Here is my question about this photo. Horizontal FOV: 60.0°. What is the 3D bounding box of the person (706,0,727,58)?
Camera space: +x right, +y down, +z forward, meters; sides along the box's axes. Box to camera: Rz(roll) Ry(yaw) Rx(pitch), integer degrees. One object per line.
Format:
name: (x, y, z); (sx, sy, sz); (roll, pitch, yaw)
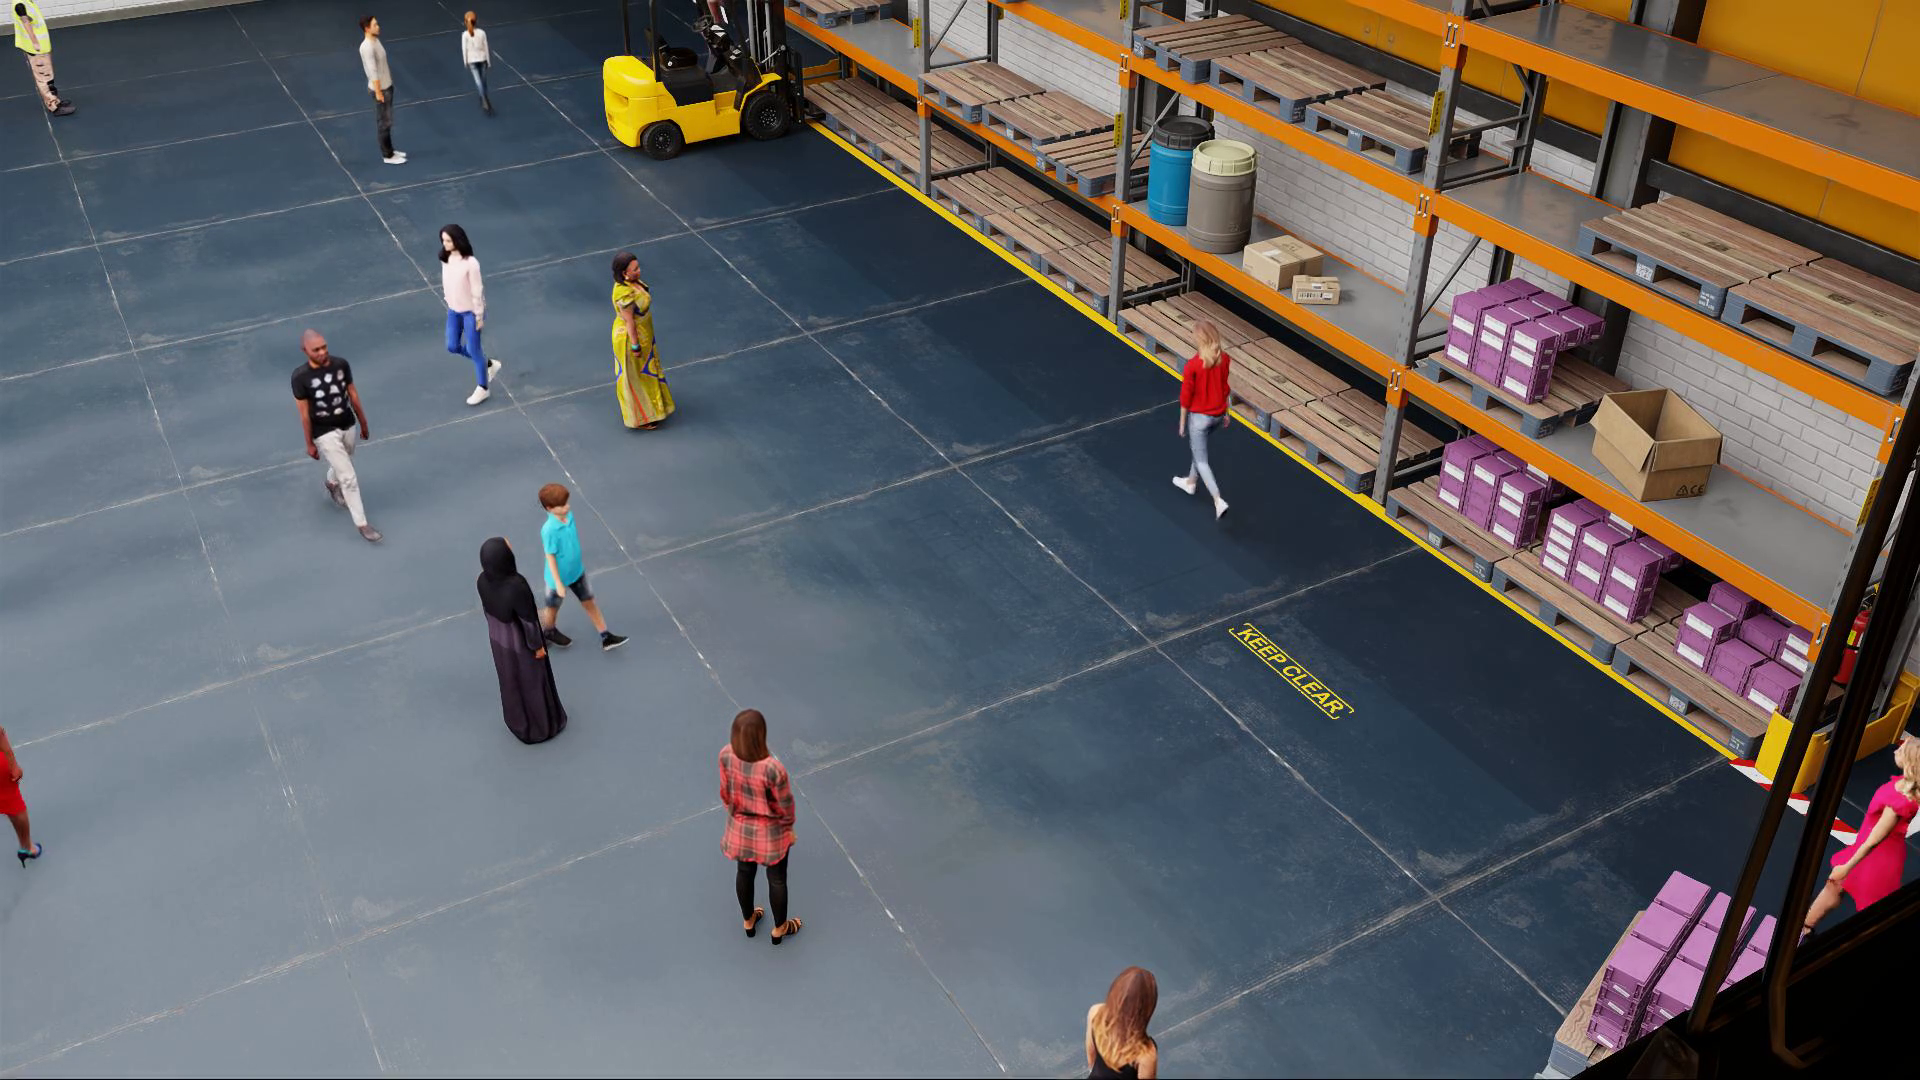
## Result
person: (-3.302, -6.811, 22.360); (0.668, 1.742, 0.496); (-12, 35, -17)

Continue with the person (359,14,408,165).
person: (-7.133, -5.539, 20.384); (0.791, 1.811, 0.621); (-5, 34, -7)

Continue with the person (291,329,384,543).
person: (-5.087, -0.895, 13.431); (1.277, 1.773, 0.926); (26, 42, 33)

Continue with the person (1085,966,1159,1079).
person: (0.768, 2.710, 8.053); (0.695, 1.722, 0.518); (-27, 42, -35)

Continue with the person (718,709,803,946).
person: (-1.169, 1.660, 9.651); (0.679, 1.703, 0.766); (13, 36, 19)

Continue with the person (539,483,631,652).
person: (-2.936, 0.208, 12.095); (1.013, 1.415, 0.863); (15, 36, 21)

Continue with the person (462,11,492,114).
person: (-6.370, -6.291, 21.983); (0.523, 1.292, 0.908); (-14, 36, -20)

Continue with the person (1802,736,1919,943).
person: (5.253, 1.867, 9.356); (1.108, 1.684, 0.868); (22, 40, 30)

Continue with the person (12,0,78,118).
person: (-12.123, -6.525, 21.835); (0.741, 1.846, 0.637); (-17, 37, -23)

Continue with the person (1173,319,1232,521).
person: (2.048, -0.948, 13.602); (0.629, 1.673, 1.052); (-16, 37, -23)

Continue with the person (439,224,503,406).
person: (-4.460, -2.109, 15.271); (0.793, 1.759, 0.863); (22, 39, 29)

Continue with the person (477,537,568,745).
person: (-3.006, 0.653, 11.248); (0.657, 1.612, 0.752); (21, 39, 28)

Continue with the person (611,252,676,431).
person: (-2.924, -1.806, 14.903); (1.032, 1.661, 0.888); (-4, 34, -6)
